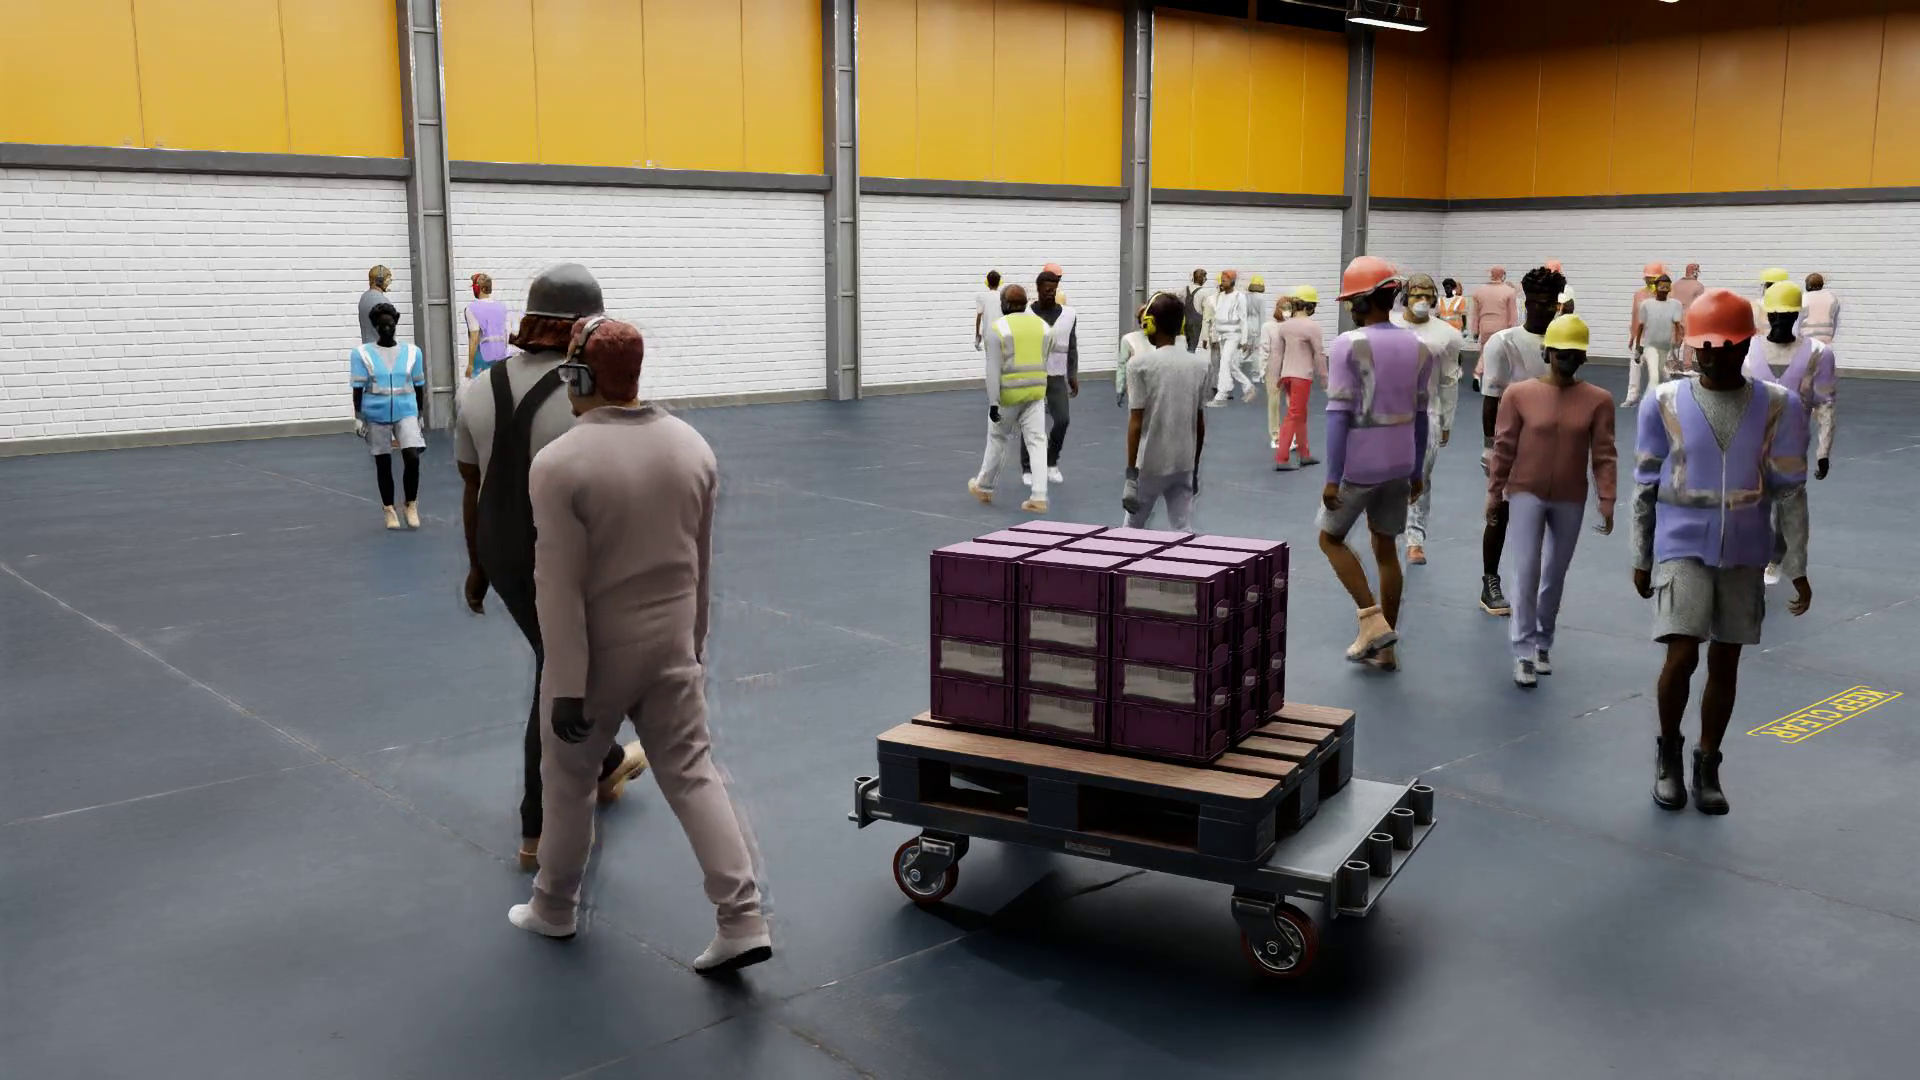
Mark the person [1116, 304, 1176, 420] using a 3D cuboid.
[{"bbox_3d":[1.692,-1.351,15.133,0.528,1.603,0.829,1,10,8],"label":"person"}]

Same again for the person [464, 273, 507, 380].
[{"bbox_3d":[-4.945,-1.866,17.433,0.374,1.843,0.575,5,11,25],"label":"person"}]

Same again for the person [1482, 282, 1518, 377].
[{"bbox_3d":[8.563,-3.282,26.413,0.760,1.606,0.540,9,13,41],"label":"person"}]

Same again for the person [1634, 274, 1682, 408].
[{"bbox_3d":[8.627,-2.389,20.635,0.483,1.817,1.014,0,10,3],"label":"person"}]

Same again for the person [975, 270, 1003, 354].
[{"bbox_3d":[0.476,-2.858,23.261,0.519,1.837,0.925,1,10,7],"label":"person"}]

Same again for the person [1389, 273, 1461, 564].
[{"bbox_3d":[3.007,-0.828,11.167,0.636,1.916,0.755,1,10,9],"label":"person"}]

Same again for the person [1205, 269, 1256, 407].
[{"bbox_3d":[3.700,-2.733,22.499,0.869,1.860,0.593,-5,11,-29],"label":"person"}]

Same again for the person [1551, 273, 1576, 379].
[{"bbox_3d":[7.129,-2.288,19.981,0.470,1.819,0.643,-6,11,-31],"label":"person"}]

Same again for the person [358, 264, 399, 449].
[{"bbox_3d":[-6.079,-1.915,17.465,0.372,1.934,0.627,-8,13,-39],"label":"person"}]

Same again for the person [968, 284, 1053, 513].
[{"bbox_3d":[0.407,-1.141,13.338,0.632,1.788,0.951,-5,11,-28],"label":"person"}]

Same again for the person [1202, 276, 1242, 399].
[{"bbox_3d":[3.759,-2.920,23.798,0.612,1.788,0.930,0,10,2],"label":"person"}]

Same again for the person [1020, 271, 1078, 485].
[{"bbox_3d":[0.739,-1.415,14.664,0.604,1.893,0.492,-2,10,-13],"label":"person"}]

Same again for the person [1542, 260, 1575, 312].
[{"bbox_3d":[8.126,-2.866,22.922,0.650,1.962,0.616,5,11,27],"label":"person"}]

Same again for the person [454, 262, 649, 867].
[{"bbox_3d":[-1.286,0.029,5.767,0.712,2.000,0.963,5,11,29],"label":"person"}]

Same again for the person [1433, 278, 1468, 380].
[{"bbox_3d":[7.919,-3.398,26.922,0.540,1.677,0.374,8,12,39],"label":"person"}]

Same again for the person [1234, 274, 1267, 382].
[{"bbox_3d":[4.668,-3.386,26.669,0.508,1.734,0.489,-6,12,-33],"label":"person"}]

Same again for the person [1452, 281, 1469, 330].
[{"bbox_3d":[8.435,-3.608,28.319,0.505,1.608,0.686,9,13,43],"label":"person"}]

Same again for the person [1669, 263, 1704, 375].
[{"bbox_3d":[12.391,-3.745,28.289,0.403,1.900,0.637,-5,11,-26],"label":"person"}]

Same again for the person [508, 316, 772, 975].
[{"bbox_3d":[-0.926,0.308,4.703,1.005,1.870,0.650,9,13,42],"label":"person"}]

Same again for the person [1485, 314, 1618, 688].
[{"bbox_3d":[2.789,-0.180,7.827,0.563,1.738,0.752,1,10,8],"label":"person"}]

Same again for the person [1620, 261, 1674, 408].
[{"bbox_3d":[9.285,-2.737,22.224,0.810,1.964,0.639,-6,11,-31],"label":"person"}]

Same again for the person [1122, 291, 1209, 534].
[{"bbox_3d":[0.994,-0.356,8.609,0.567,1.830,0.884,-4,11,-24],"label":"person"}]

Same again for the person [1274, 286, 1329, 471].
[{"bbox_3d":[3.282,-1.523,15.743,0.786,1.737,0.525,-5,11,-27],"label":"person"}]

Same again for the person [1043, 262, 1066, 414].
[{"bbox_3d":[1.182,-2.585,21.376,0.359,1.938,0.545,-2,10,-10],"label":"person"}]

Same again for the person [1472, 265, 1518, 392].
[{"bbox_3d":[7.802,-3.055,24.268,0.650,1.889,0.463,9,14,44],"label":"person"}]

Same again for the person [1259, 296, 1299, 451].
[{"bbox_3d":[3.355,-1.715,17.271,0.508,1.603,0.783,1,10,4],"label":"person"}]

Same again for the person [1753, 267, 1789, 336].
[{"bbox_3d":[8.915,-2.083,18.549,0.731,1.907,0.592,3,10,16],"label":"person"}]

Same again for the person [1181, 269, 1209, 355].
[{"bbox_3d":[3.770,-3.411,26.560,0.545,1.815,0.712,8,13,40],"label":"person"}]

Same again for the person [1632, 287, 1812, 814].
[{"bbox_3d":[2.721,0.060,5.977,0.570,1.914,0.483,2,10,14],"label":"person"}]

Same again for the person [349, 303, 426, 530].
[{"bbox_3d":[-4.169,-0.886,12.165,0.545,1.673,0.530,-4,11,-24],"label":"person"}]

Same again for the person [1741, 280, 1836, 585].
[{"bbox_3d":[4.883,-0.607,9.959,0.600,1.888,0.964,4,11,25],"label":"person"}]

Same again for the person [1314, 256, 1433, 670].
[{"bbox_3d":[2.005,-0.364,8.125,0.643,2.020,0.438,-5,11,-26],"label":"person"}]

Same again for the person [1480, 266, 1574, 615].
[{"bbox_3d":[3.224,-0.556,9.417,0.614,1.962,0.366,-3,10,-18],"label":"person"}]

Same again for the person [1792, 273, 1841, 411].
[{"bbox_3d":[11.199,-2.595,21.864,0.618,1.796,0.967,1,10,8],"label":"person"}]
